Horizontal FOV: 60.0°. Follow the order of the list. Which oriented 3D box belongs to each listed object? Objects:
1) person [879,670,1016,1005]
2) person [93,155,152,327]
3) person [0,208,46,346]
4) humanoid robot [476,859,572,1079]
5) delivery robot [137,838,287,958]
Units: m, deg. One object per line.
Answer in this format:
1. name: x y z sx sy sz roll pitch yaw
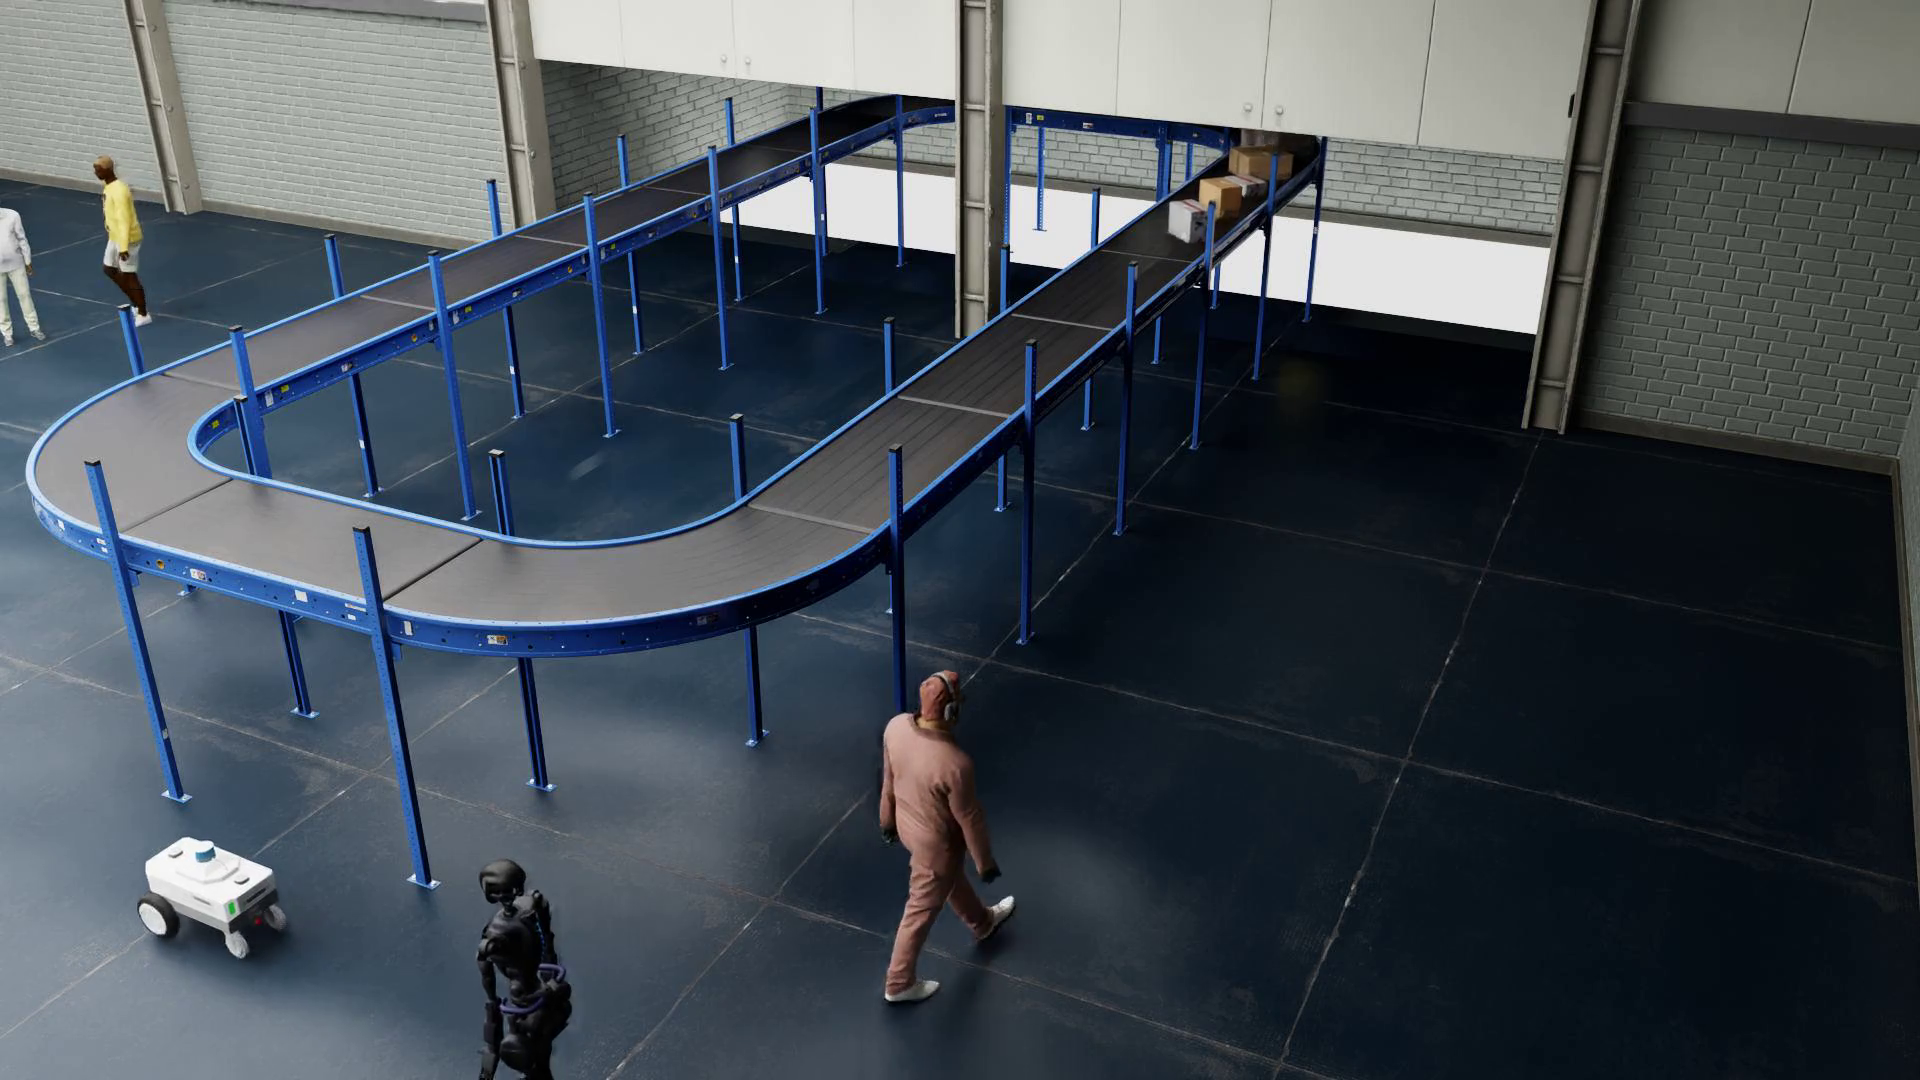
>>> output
1. person: -0.034 1.512 8.651 1.002 1.847 0.681 -17 31 -30
2. person: -9.221 -3.269 18.235 0.493 1.887 0.597 -18 32 -32
3. person: -10.203 -2.946 17.751 0.565 1.743 0.344 -20 33 -35
4. humanoid robot: -1.945 2.174 7.568 0.759 1.644 0.590 8 27 15
5. delivery robot: -4.165 1.947 9.251 0.810 0.612 0.499 13 29 24
